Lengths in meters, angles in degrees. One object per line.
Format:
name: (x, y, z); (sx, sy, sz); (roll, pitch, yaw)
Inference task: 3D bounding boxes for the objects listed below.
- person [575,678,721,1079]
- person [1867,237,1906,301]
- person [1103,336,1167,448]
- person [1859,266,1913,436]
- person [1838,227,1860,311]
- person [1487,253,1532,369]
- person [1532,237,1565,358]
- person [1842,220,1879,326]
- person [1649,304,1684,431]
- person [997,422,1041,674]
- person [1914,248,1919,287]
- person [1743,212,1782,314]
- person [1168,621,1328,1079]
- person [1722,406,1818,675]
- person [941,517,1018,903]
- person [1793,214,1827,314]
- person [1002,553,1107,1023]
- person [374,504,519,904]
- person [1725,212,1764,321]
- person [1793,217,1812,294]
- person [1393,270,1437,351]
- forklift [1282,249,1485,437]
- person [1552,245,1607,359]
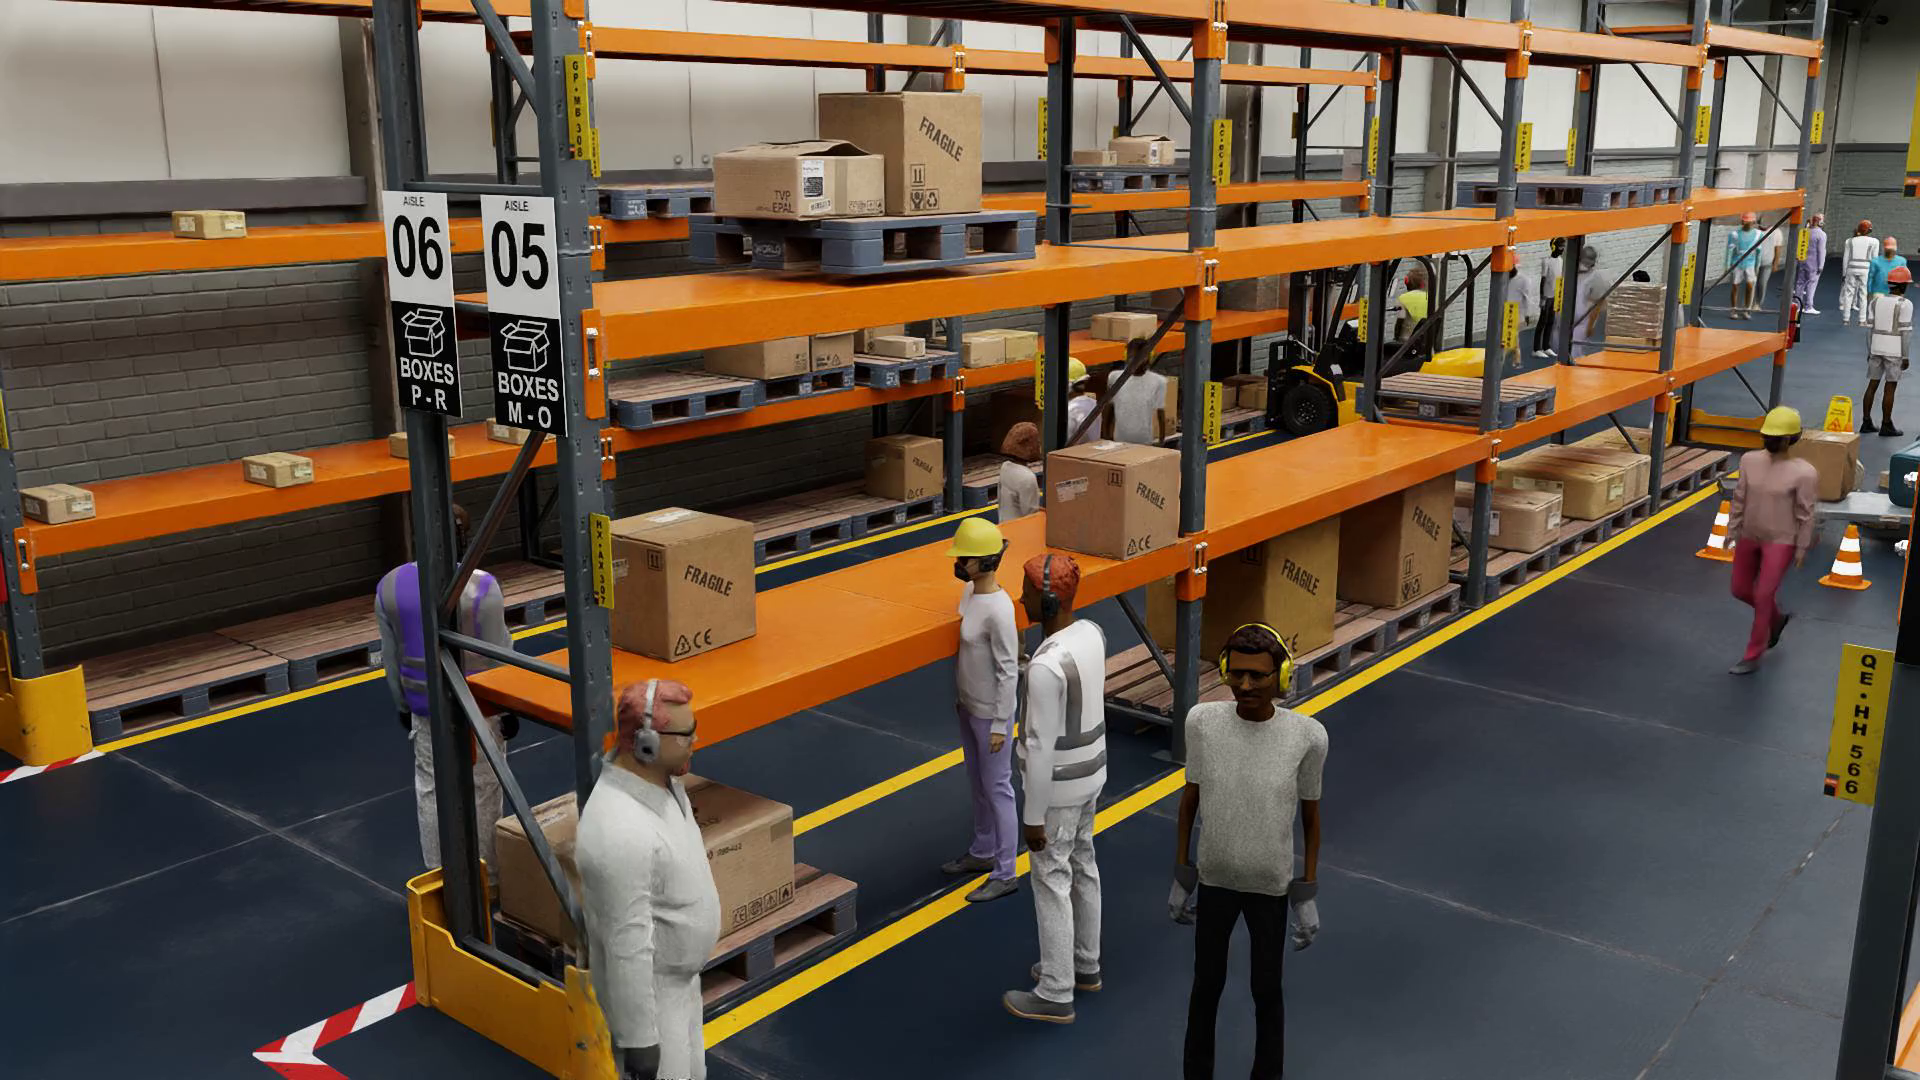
person: (-0.963, 1.322, 4.991); (0.622, 1.889, 0.670); (0, 14, -2)
person: (15.436, -4.192, 27.765); (0.573, 1.730, 0.619); (5, 15, 18)
person: (1.392, -0.736, 13.518); (0.531, 1.818, 0.961); (2, 14, 8)
person: (10.661, -2.163, 19.084); (0.361, 1.940, 0.543); (-6, 15, -22)
person: (17.460, -5.298, 32.463); (0.515, 1.641, 0.314); (-1, 14, -3)
person: (7.972, -3.315, 24.247); (0.900, 1.699, 0.595); (-8, 16, -31)
person: (9.141, -3.755, 25.742); (0.513, 1.861, 0.322); (-11, 18, -38)
person: (16.151, -4.780, 29.859); (0.572, 1.883, 0.356); (12, 18, 41)
person: (8.308, -2.209, 19.432); (0.335, 1.864, 0.521); (9, 16, 31)
person: (0.386, 0.046, 10.719); (0.284, 1.633, 0.501); (-5, 15, -19)
person: (21.766, -6.602, 37.278); (0.574, 1.882, 0.356); (-3, 14, -10)
person: (15.360, -5.378, 31.965); (0.696, 2.000, 0.901); (6, 15, 22)
person: (0.964, 1.173, 5.641); (0.518, 1.874, 0.326); (5, 15, 18)
person: (5.243, -0.013, 10.714); (0.610, 1.747, 0.543); (-8, 16, -30)
person: (0.088, 0.762, 7.532); (0.317, 1.767, 0.535); (-5, 15, -18)
person: (16.378, -5.304, 31.968); (0.399, 1.900, 0.644); (-4, 14, -16)
person: (0.384, 0.962, 6.492); (0.354, 1.880, 0.577); (7, 15, 25)
person: (-2.259, 0.736, 7.481); (0.619, 1.845, 0.430); (3, 14, 14)
person: (14.475, -5.056, 30.702); (0.626, 2.020, 0.750); (4, 14, 16)
person: (18.266, -6.117, 35.814); (0.278, 1.634, 0.498); (-4, 14, -17)
person: (5.522, -2.363, 20.226); (0.605, 1.825, 0.683); (-10, 17, -34)
forklift: (4.886, -2.214, 18.767); (2.313, 2.155, 1.214); (11, 18, 38)
person: (8.203, -2.952, 22.087); (0.650, 2.000, 0.715); (-6, 15, -23)
